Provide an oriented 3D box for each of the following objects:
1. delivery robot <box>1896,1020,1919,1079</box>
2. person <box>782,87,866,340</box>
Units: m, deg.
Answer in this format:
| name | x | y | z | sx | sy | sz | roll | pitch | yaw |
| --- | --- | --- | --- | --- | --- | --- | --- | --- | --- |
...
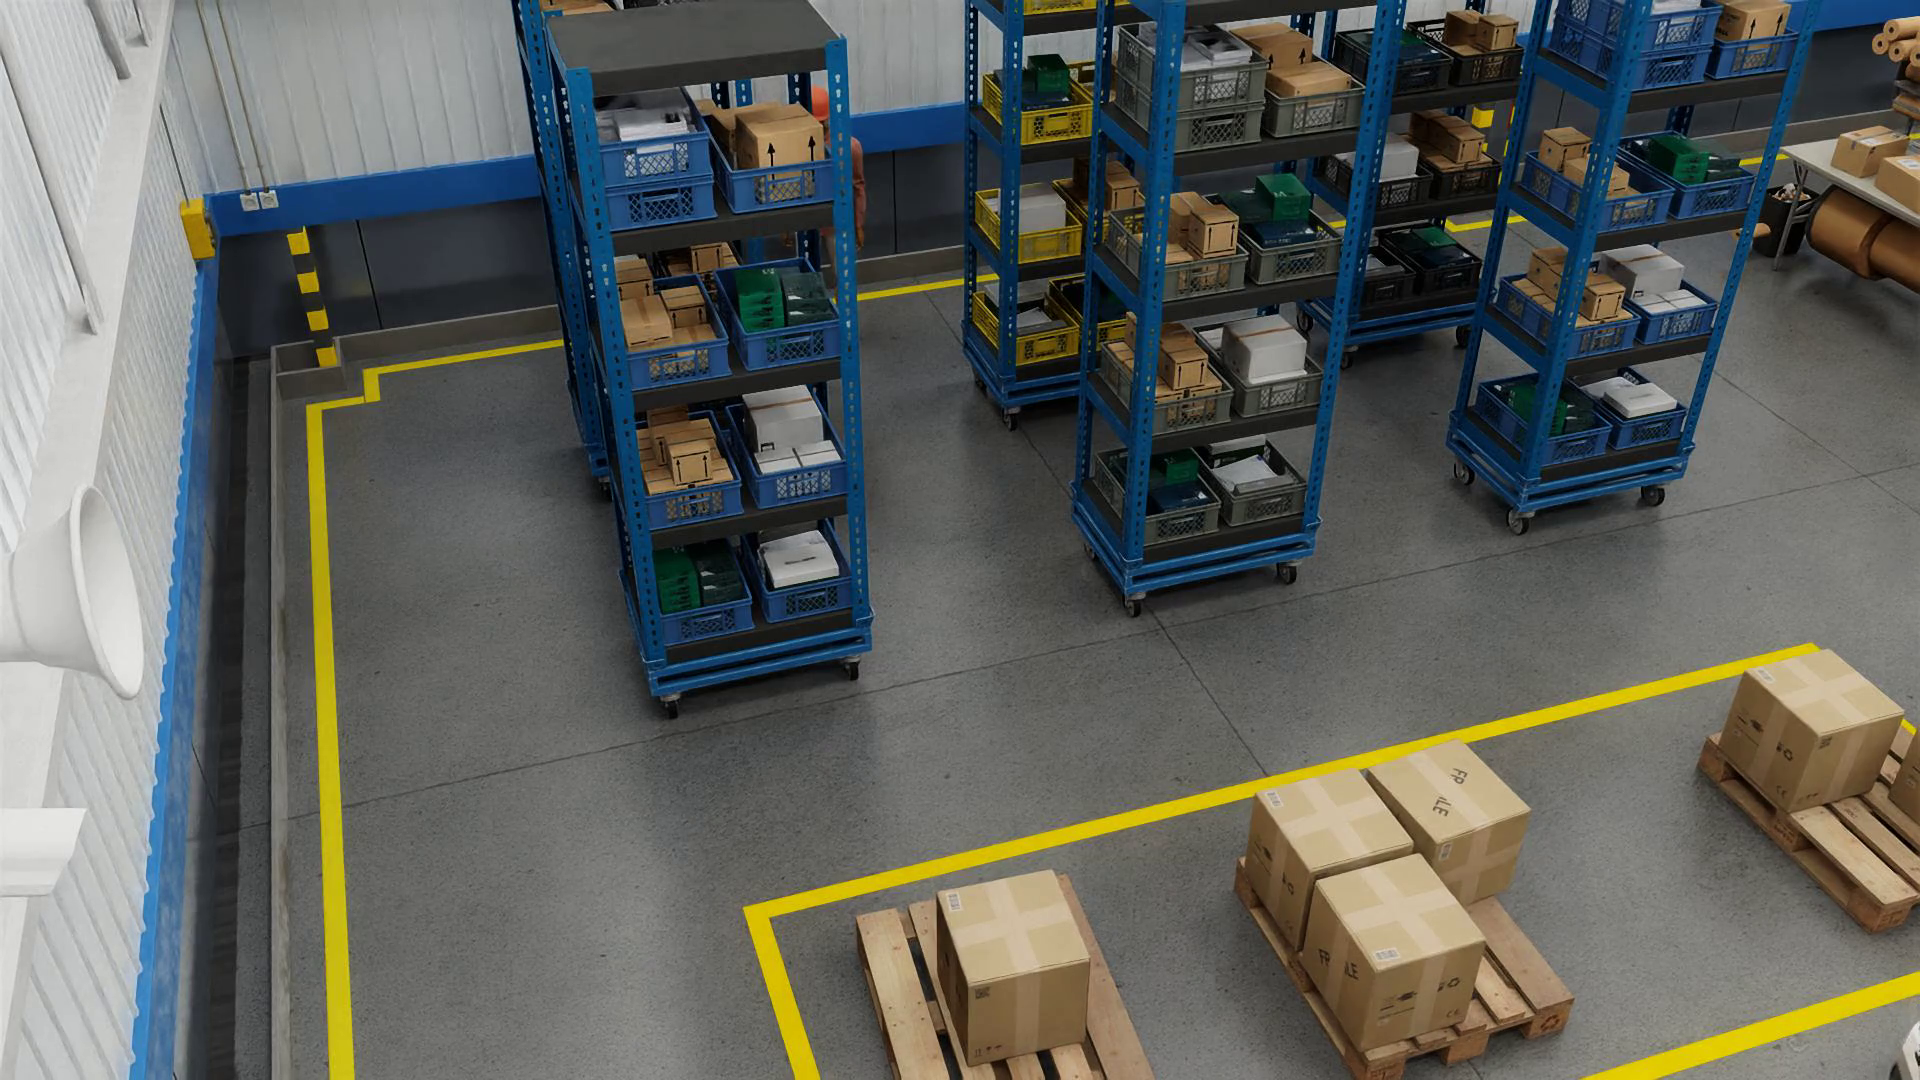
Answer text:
| name | x | y | z | sx | sy | sz | roll | pitch | yaw |
| --- | --- | --- | --- | --- | --- | --- | --- | --- | --- |
| delivery robot | 3.983 | 2.231 | 6.538 | 0.477 | 0.478 | 0.707 | 5 | 36 | 9 |
| person | -0.968 | -2.227 | 11.706 | 0.622 | 1.990 | 0.391 | 2 | 35 | 2 |
